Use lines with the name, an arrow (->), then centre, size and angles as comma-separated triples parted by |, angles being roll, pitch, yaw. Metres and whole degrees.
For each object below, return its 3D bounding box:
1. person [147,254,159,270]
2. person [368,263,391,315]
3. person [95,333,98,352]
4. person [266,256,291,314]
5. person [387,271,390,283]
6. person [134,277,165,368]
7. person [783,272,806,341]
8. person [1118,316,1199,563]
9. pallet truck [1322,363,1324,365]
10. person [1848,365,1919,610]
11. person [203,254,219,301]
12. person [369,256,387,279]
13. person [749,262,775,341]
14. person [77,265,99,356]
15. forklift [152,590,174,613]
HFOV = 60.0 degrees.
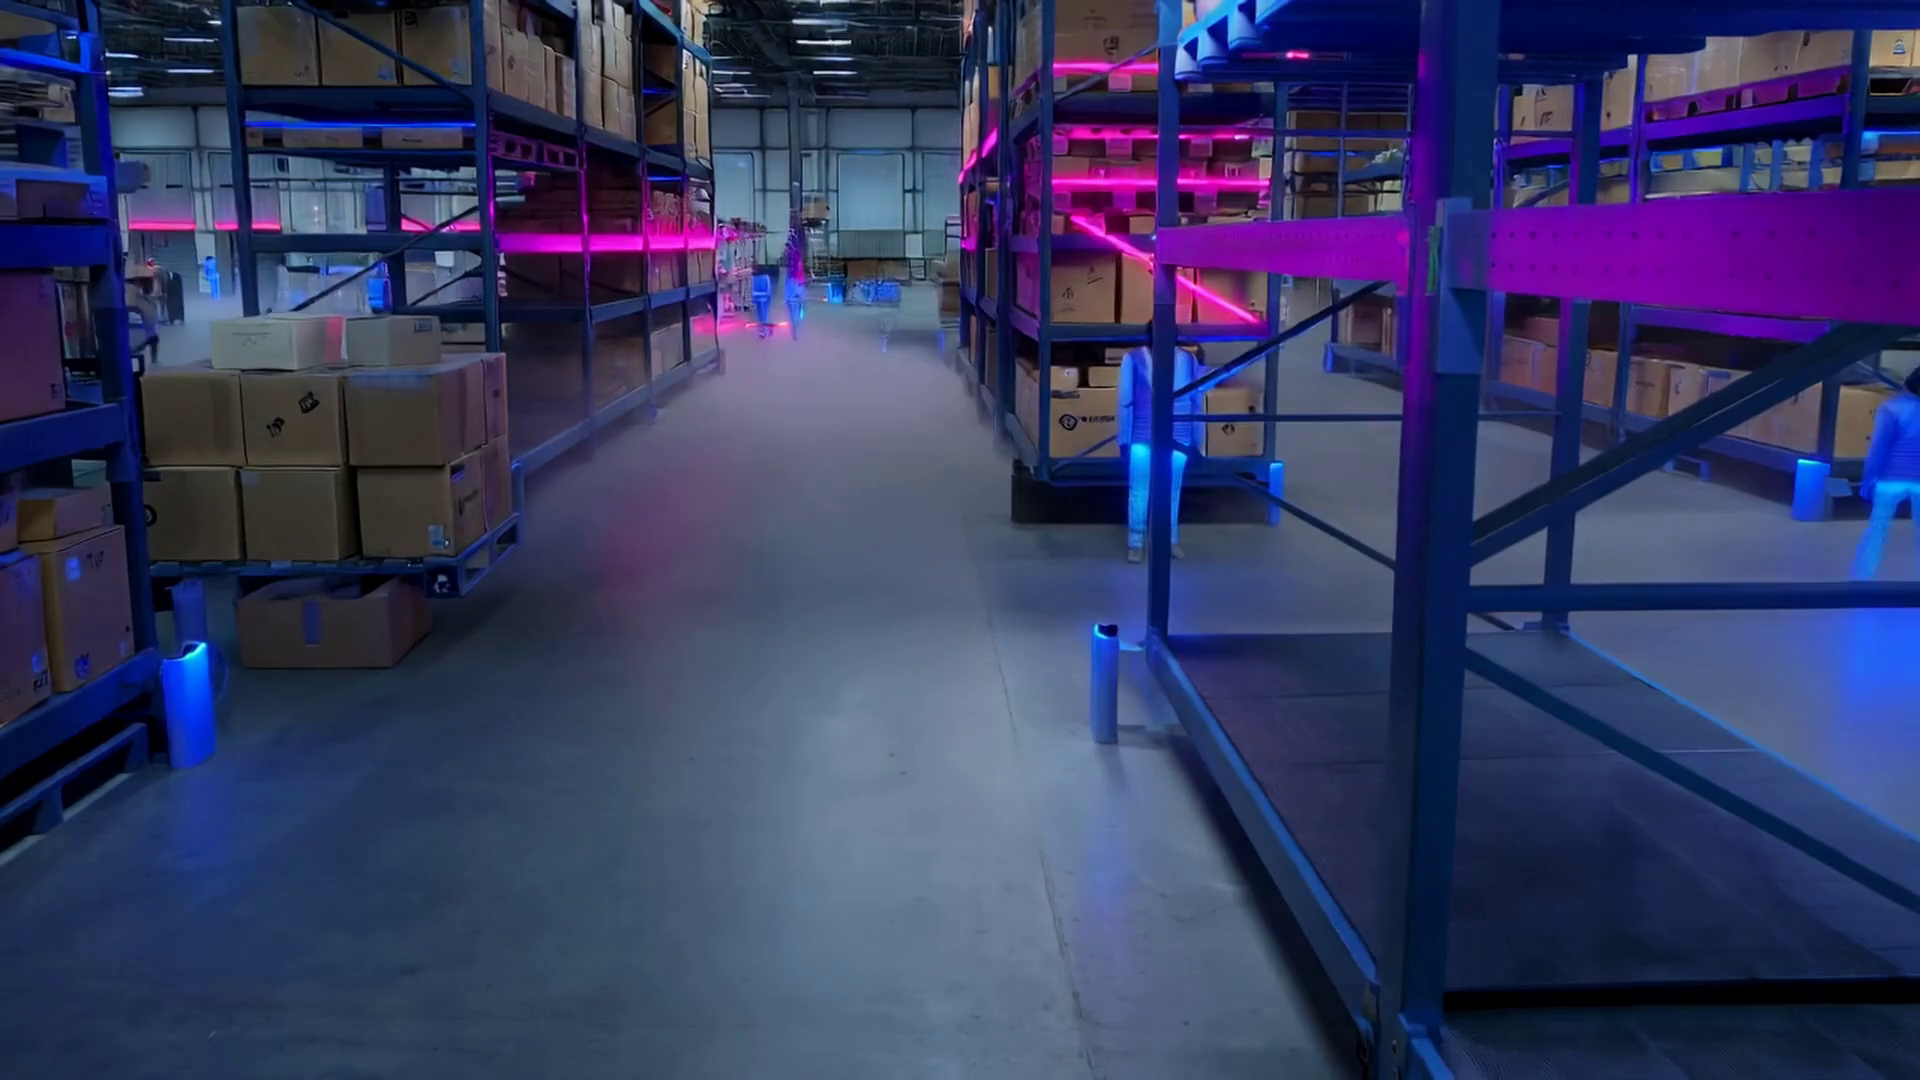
person -> -27.196, -8.684, 56.125 | 0.356, 1.939, 0.543 | -6, 12, -29
person -> -11.985, -4.773, 34.390 | 0.596, 1.916, 0.373 | 6, 12, 30
person -> -18.255, -4.900, 35.231 | 0.327, 1.874, 0.518 | -4, 11, -20
person -> -21.546, -8.063, 52.781 | 0.974, 1.908, 0.624 | 0, 10, 0
person -> -18.752, -8.393, 55.203 | 0.321, 1.691, 0.535 | 9, 13, 40
person -> -15.136, -4.044, 30.957 | 0.473, 1.684, 0.548 | 2, 10, 10
person -> -3.898, -5.485, 39.183 | 0.526, 1.622, 0.407 | 4, 11, 21
person -> 1.464, -0.748, 12.182 | 0.632, 1.842, 0.429 | -2, 10, -13
pallet truck -> 7.712, -4.157, 30.737 | 1.885, 1.965, 0.823 | 3, 11, 16
person -> 6.104, -0.360, 10.688 | 0.578, 1.606, 0.363 | 9, 13, 40
person -> -29.613, -10.356, 65.736 | 0.429, 1.838, 0.648 | 8, 13, 39
person -> -21.996, -9.844, 62.980 | 0.945, 1.789, 0.654 | 6, 12, 31
person -> -4.706, -5.662, 39.490 | 0.612, 1.866, 0.408 | 3, 11, 17
person -> -17.885, -4.741, 34.185 | 0.400, 1.926, 0.566 | -1, 10, -5
forklift -> -5.858, -0.811, 9.639 | 1.873, 2.768, 1.129 | -1, 10, -3
